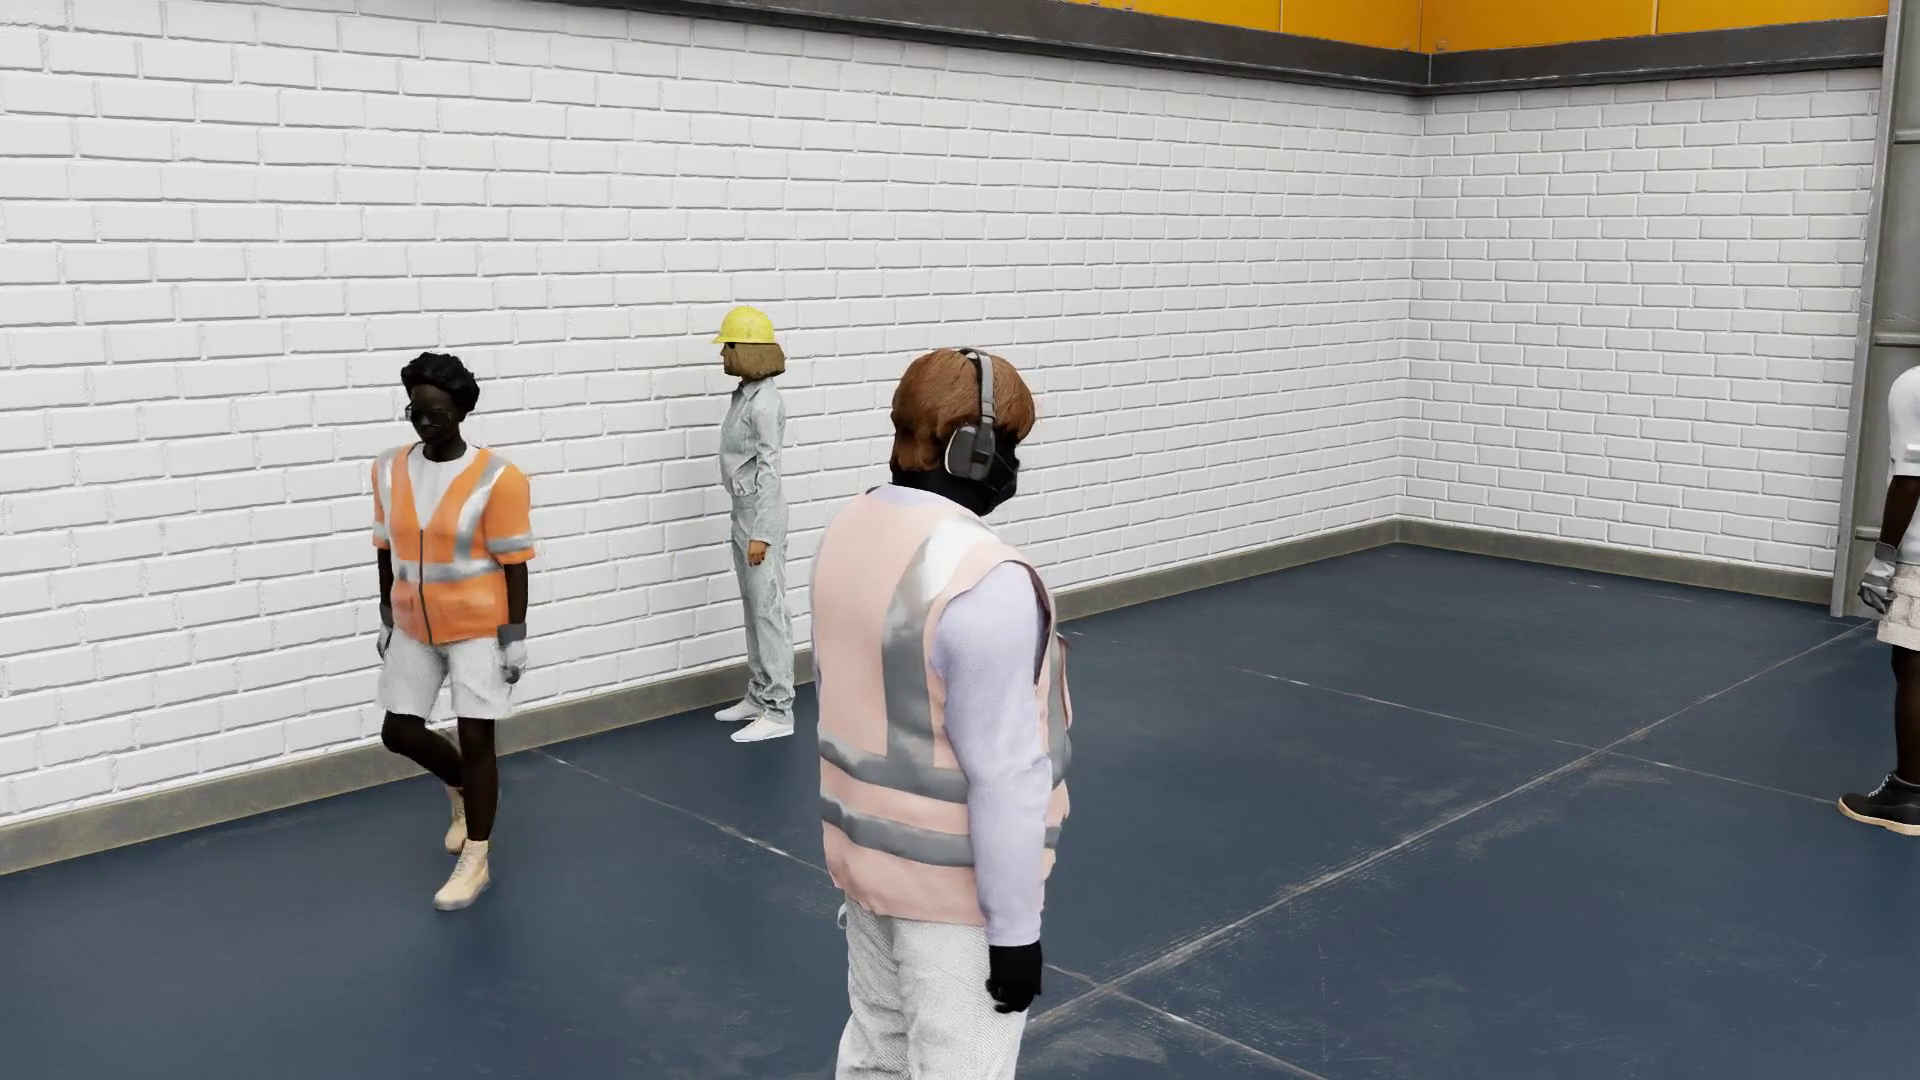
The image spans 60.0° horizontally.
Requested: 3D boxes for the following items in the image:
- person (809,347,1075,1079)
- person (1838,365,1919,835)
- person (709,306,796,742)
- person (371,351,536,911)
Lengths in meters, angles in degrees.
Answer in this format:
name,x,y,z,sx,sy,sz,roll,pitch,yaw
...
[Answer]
name,x,y,z,sx,sy,sz,roll,pitch,yaw
person,-0.024,0.585,2.917,0.430,1.836,0.623,-6,12,-29
person,3.328,0.021,5.629,0.609,1.966,0.364,-4,11,-19
person,-0.847,-0.060,6.711,0.301,1.745,0.490,-3,11,-18
person,-1.513,0.263,5.060,0.551,1.683,0.420,3,11,15
